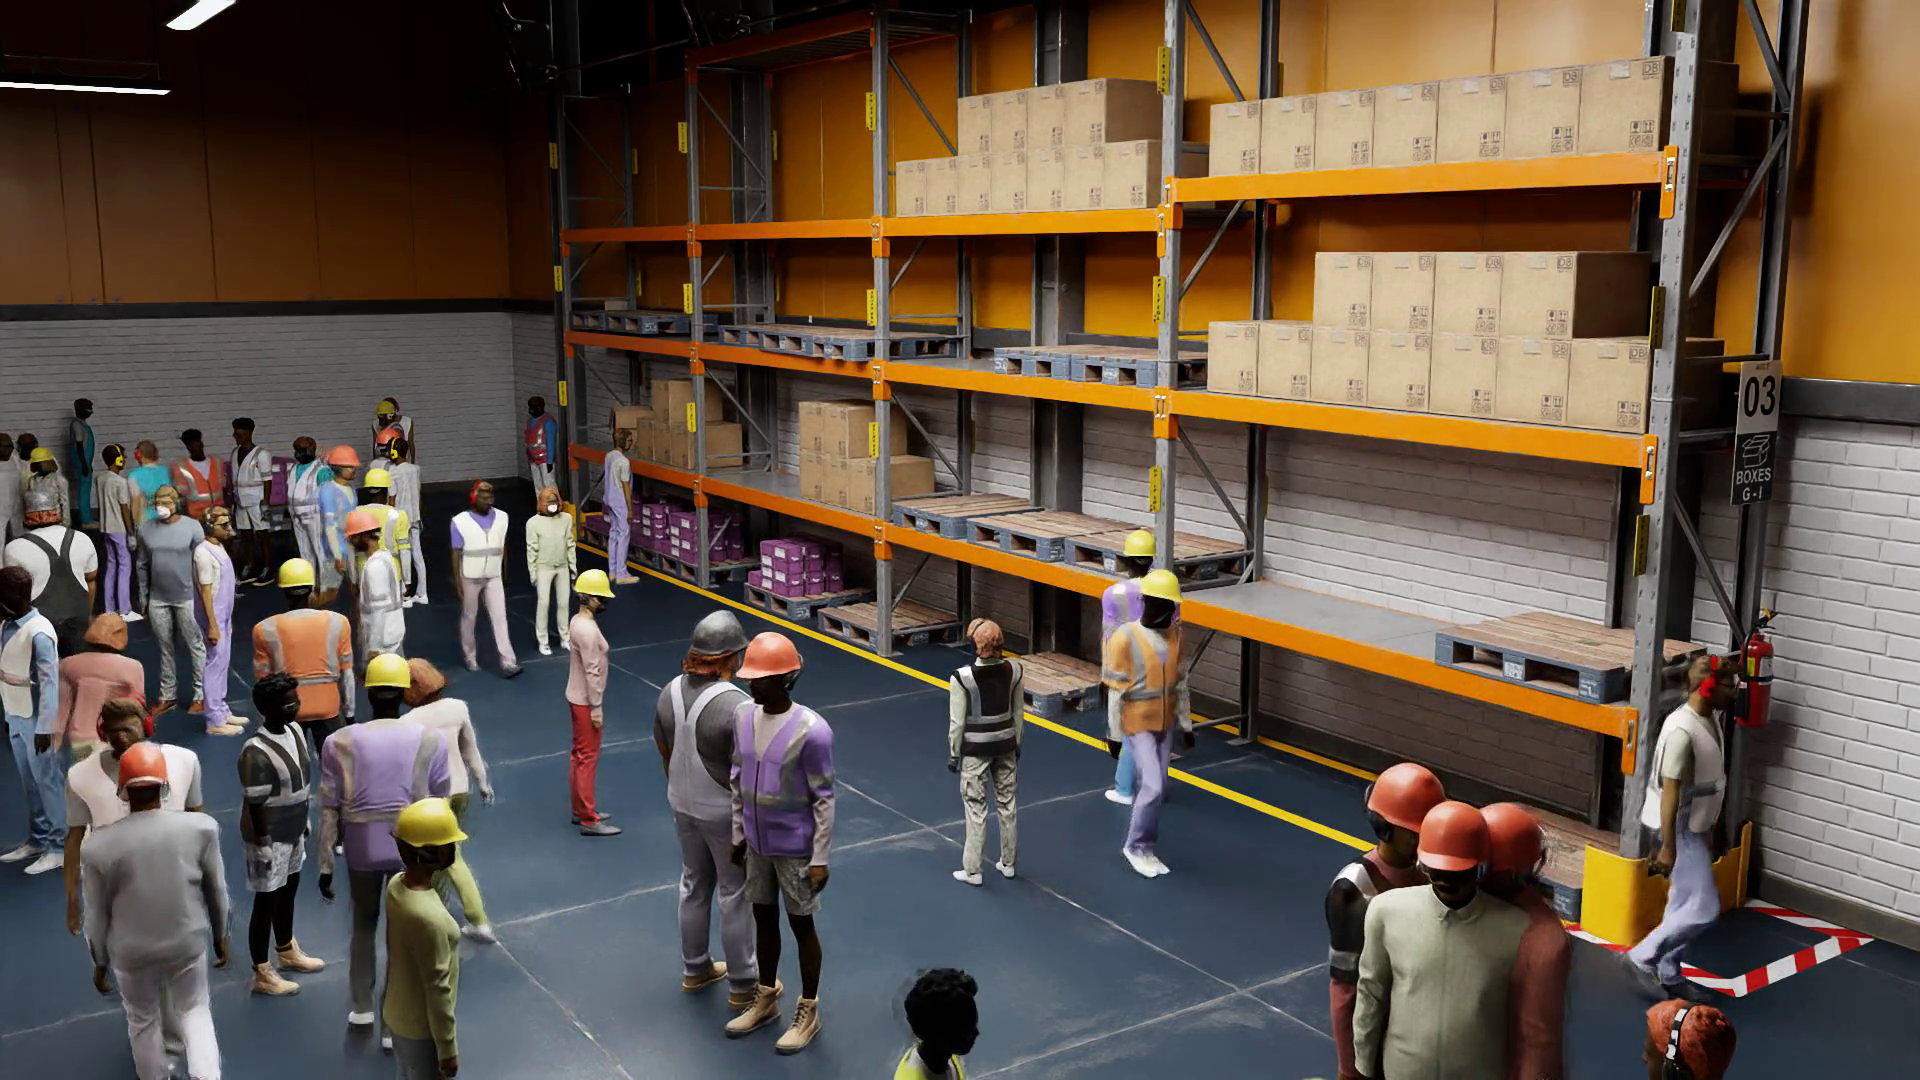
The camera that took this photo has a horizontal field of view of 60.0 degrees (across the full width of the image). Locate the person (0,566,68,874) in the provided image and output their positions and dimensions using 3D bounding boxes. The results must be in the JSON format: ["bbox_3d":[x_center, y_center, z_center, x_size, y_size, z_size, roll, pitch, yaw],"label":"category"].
[{"bbox_3d":[-5.766,1.099,10.335,0.591,1.916,0.392,8,12,39],"label":"person"}]

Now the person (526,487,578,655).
[{"bbox_3d":[-3.909,0.291,15.938,0.505,1.623,0.286,-9,13,-42],"label":"person"}]

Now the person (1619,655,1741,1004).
[{"bbox_3d":[3.693,1.471,8.427,0.442,1.821,0.571,6,12,33],"label":"person"}]

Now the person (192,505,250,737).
[{"bbox_3d":[-5.913,0.637,13.252,0.327,1.843,0.514,-2,10,-13],"label":"person"}]

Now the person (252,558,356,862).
[{"bbox_3d":[-4.136,1.069,10.518,0.593,1.919,0.402,-5,11,-28],"label":"person"}]

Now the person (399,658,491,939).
[{"bbox_3d":[-2.929,1.433,9.358,0.830,1.579,0.536,6,11,30],"label":"person"}]

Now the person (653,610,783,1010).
[{"bbox_3d":[-1.194,1.351,8.490,0.684,2.000,0.538,8,12,38],"label":"person"}]

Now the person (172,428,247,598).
[{"bbox_3d":[-8.256,-0.267,18.330,0.760,1.925,0.653,8,13,40],"label":"person"}]

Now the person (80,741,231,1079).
[{"bbox_3d":[-3.428,1.732,7.137,0.573,1.734,0.572,-6,12,-33],"label":"person"}]

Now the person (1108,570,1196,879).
[{"bbox_3d":[1.204,1.130,10.171,0.606,1.910,0.494,-8,12,-39],"label":"person"}]

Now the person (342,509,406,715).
[{"bbox_3d":[-4.425,0.709,12.640,0.400,1.926,0.572,-3,10,-18],"label":"person"}]

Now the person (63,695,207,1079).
[{"bbox_3d":[-3.790,1.609,7.663,0.599,1.793,0.950,-3,10,-19],"label":"person"}]

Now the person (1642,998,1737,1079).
[{"bbox_3d":[1.920,2.125,4.430,0.575,1.880,0.359,-6,11,-32],"label":"person"}]

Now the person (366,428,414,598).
[{"bbox_3d":[-6.261,-0.263,18.299,0.544,1.929,0.387,8,12,38],"label":"person"}]

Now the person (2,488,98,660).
[{"bbox_3d":[-7.090,0.593,12.935,0.536,2.000,0.683,7,12,34],"label":"person"}]

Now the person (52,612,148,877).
[{"bbox_3d":[-5.362,1.245,10.437,0.509,1.569,0.823,0,10,-1],"label":"person"}]

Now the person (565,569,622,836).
[{"bbox_3d":[-2.433,1.064,10.999,0.337,1.761,0.526,-4,10,-21],"label":"person"}]

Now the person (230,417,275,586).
[{"bbox_3d":[-8.229,-0.451,19.282,0.609,1.965,0.364,5,11,25],"label":"person"}]

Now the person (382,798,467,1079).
[{"bbox_3d":[-2.032,1.848,6.396,0.341,1.760,0.525,-6,11,-32],"label":"person"}]

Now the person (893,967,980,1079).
[{"bbox_3d":[-0.076,2.109,5.180,0.927,1.627,0.545,1,10,8],"label":"person"}]

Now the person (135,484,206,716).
[{"bbox_3d":[-6.510,0.497,13.798,0.631,1.940,0.372,1,10,3],"label":"person"}]

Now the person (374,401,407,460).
[{"bbox_3d":[-7.888,-1.023,23.061,0.403,1.824,0.593,-7,12,-35],"label":"person"}]

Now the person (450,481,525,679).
[{"bbox_3d":[-4.285,0.365,14.995,0.593,1.785,0.974,-9,13,-41],"label":"person"}]

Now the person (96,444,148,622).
[{"bbox_3d":[-8.787,-0.070,17.379,0.512,1.858,0.374,6,11,32],"label":"person"}]

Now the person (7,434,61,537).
[{"bbox_3d":[-10.468,-0.298,18.867,0.644,1.805,0.817,-8,13,-40],"label":"person"}]

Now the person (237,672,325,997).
[{"bbox_3d":[-3.533,1.506,8.617,0.322,1.689,0.533,0,10,3],"label":"person"}]

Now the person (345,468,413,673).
[{"bbox_3d":[-5.205,0.313,14.962,0.583,1.918,0.407,1,10,5],"label":"person"}]

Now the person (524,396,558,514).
[{"bbox_3d":[-5.980,-1.136,23.719,0.618,1.836,0.432,9,13,41],"label":"person"}]

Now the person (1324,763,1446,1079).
[{"bbox_3d":[1.574,1.780,6.029,0.613,2.028,0.409,-9,13,-42],"label":"person"}]

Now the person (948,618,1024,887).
[{"bbox_3d":[0.164,1.282,10.068,0.514,1.641,0.307,-5,11,-28],"label":"person"}]

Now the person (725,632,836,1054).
[{"bbox_3d":[-0.877,1.439,7.964,0.608,2.045,0.391,7,12,37],"label":"person"}]

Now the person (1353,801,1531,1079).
[{"bbox_3d":[1.658,1.848,5.704,0.623,1.992,0.396,3,10,18],"label":"person"}]

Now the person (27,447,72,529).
[{"bbox_3d":[-10.011,-0.163,18.277,0.498,1.734,0.338,2,10,10],"label":"person"}]

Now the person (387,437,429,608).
[{"bbox_3d":[-6.038,-0.190,18.077,0.333,1.860,0.510,5,11,25],"label":"person"}]

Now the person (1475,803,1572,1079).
[{"bbox_3d":[1.868,1.845,5.796,0.528,1.971,0.642,-2,10,-10],"label":"person"}]

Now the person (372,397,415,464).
[{"bbox_3d":[-8.008,-1.111,23.569,0.572,1.830,0.411,-2,10,-11],"label":"person"}]

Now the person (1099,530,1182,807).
[{"bbox_3d":[1.238,0.889,11.531,0.594,1.926,0.366,-3,10,-19],"label":"person"}]

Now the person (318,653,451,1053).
[{"bbox_3d":[-2.772,1.495,8.064,0.609,1.892,0.615,-2,10,-14],"label":"person"}]

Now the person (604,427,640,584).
[{"bbox_3d":[-3.945,-0.394,19.346,0.355,1.834,0.525,-7,12,-37],"label":"person"}]

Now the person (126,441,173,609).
[{"bbox_3d":[-8.784,-0.167,18.106,0.452,1.813,0.577,4,10,21],"label":"person"}]

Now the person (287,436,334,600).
[{"bbox_3d":[-7.167,-0.226,18.330,0.625,1.844,0.429,5,11,29],"label":"person"}]

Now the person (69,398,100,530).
[{"bbox_3d":[-12.224,-1.063,23.247,0.346,1.840,0.505,-4,11,-24],"label":"person"}]
